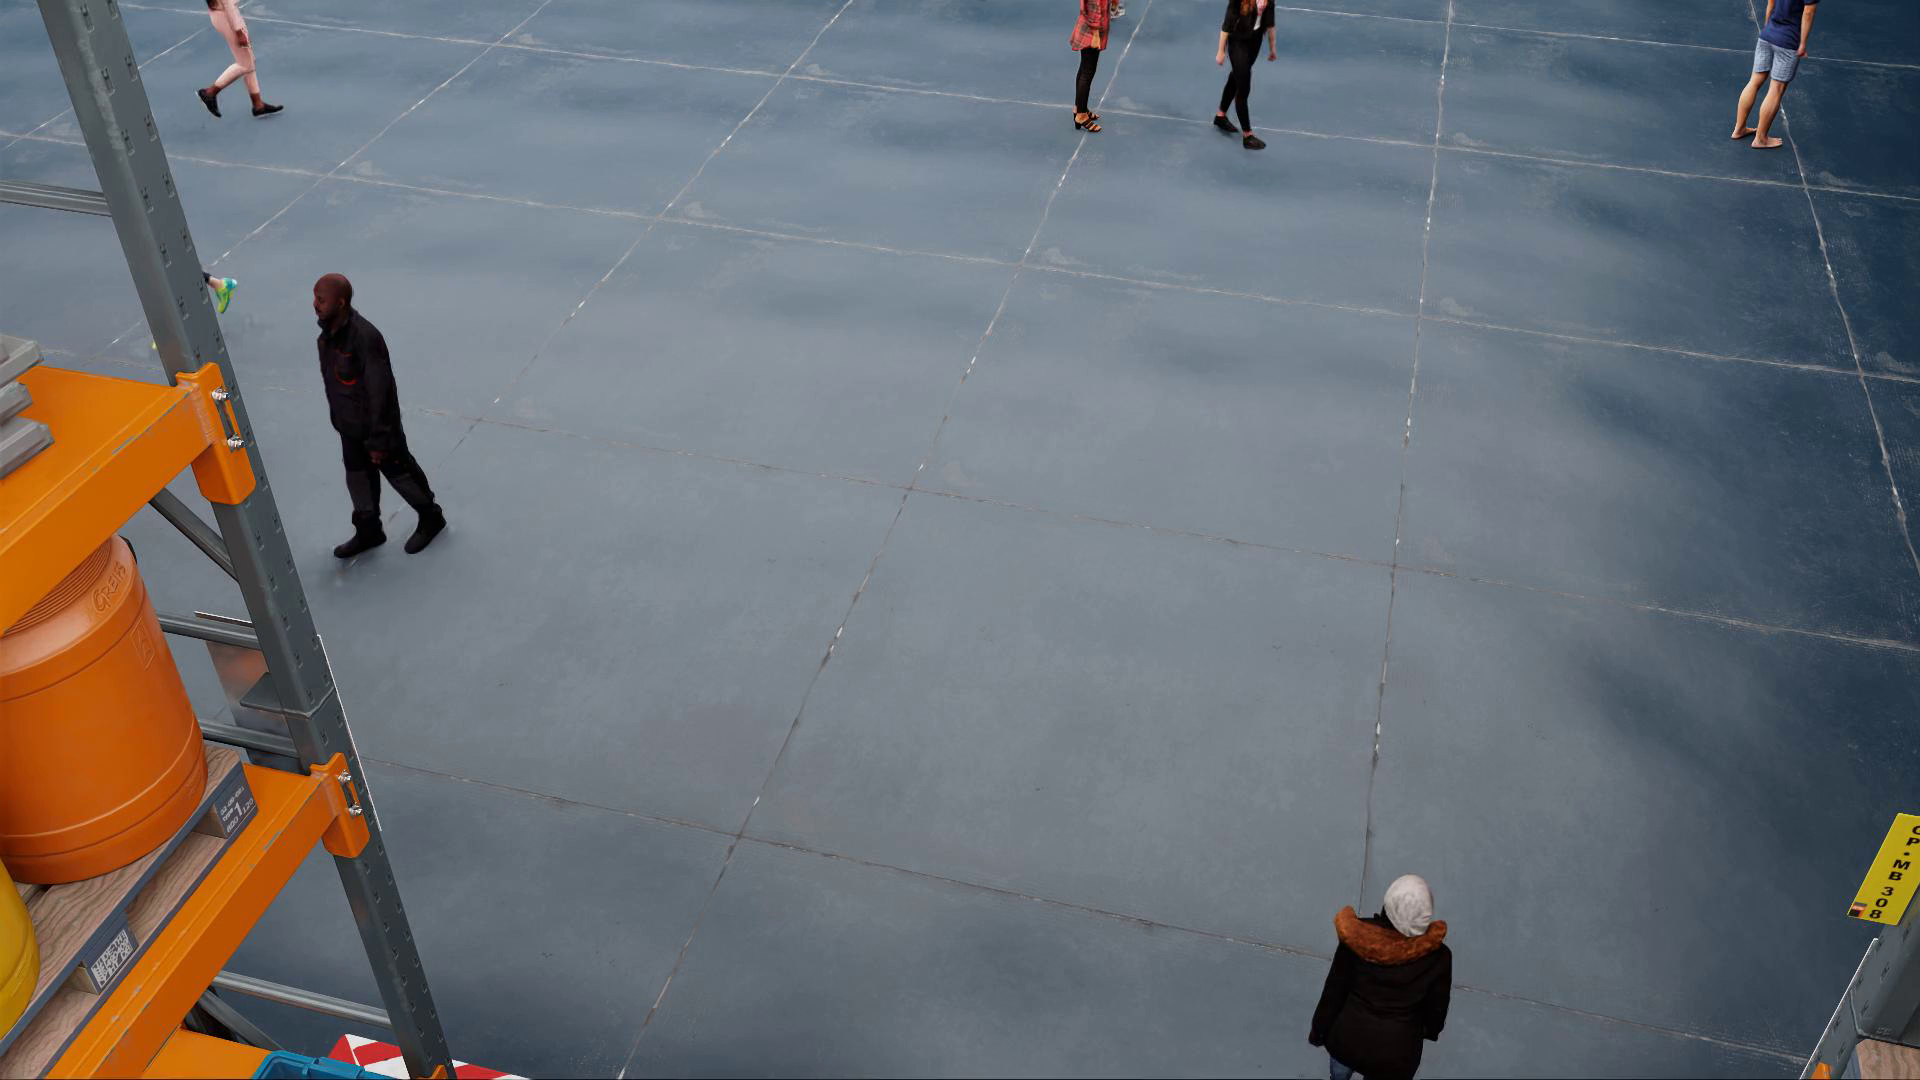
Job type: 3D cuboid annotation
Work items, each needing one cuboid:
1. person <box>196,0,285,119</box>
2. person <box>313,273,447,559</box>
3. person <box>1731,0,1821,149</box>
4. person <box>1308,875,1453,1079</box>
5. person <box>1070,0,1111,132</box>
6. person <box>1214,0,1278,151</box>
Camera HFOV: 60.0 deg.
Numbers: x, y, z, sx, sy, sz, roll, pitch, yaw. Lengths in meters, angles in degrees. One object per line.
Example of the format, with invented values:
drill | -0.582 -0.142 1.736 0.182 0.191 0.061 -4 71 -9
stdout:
person | -6.368 -4.411 14.324 1.012 1.708 0.957 -19 42 -23
person | -3.330 -0.727 9.524 0.892 1.820 0.996 26 45 30
person | 6.911 -4.226 13.971 0.772 1.850 0.694 -16 41 -19
person | 1.566 1.916 6.318 0.678 1.609 0.899 12 40 15
person | 1.130 -4.382 14.294 0.725 1.699 0.567 1 38 1
person | 2.352 -4.221 14.107 1.036 1.676 1.068 -22 43 -26
